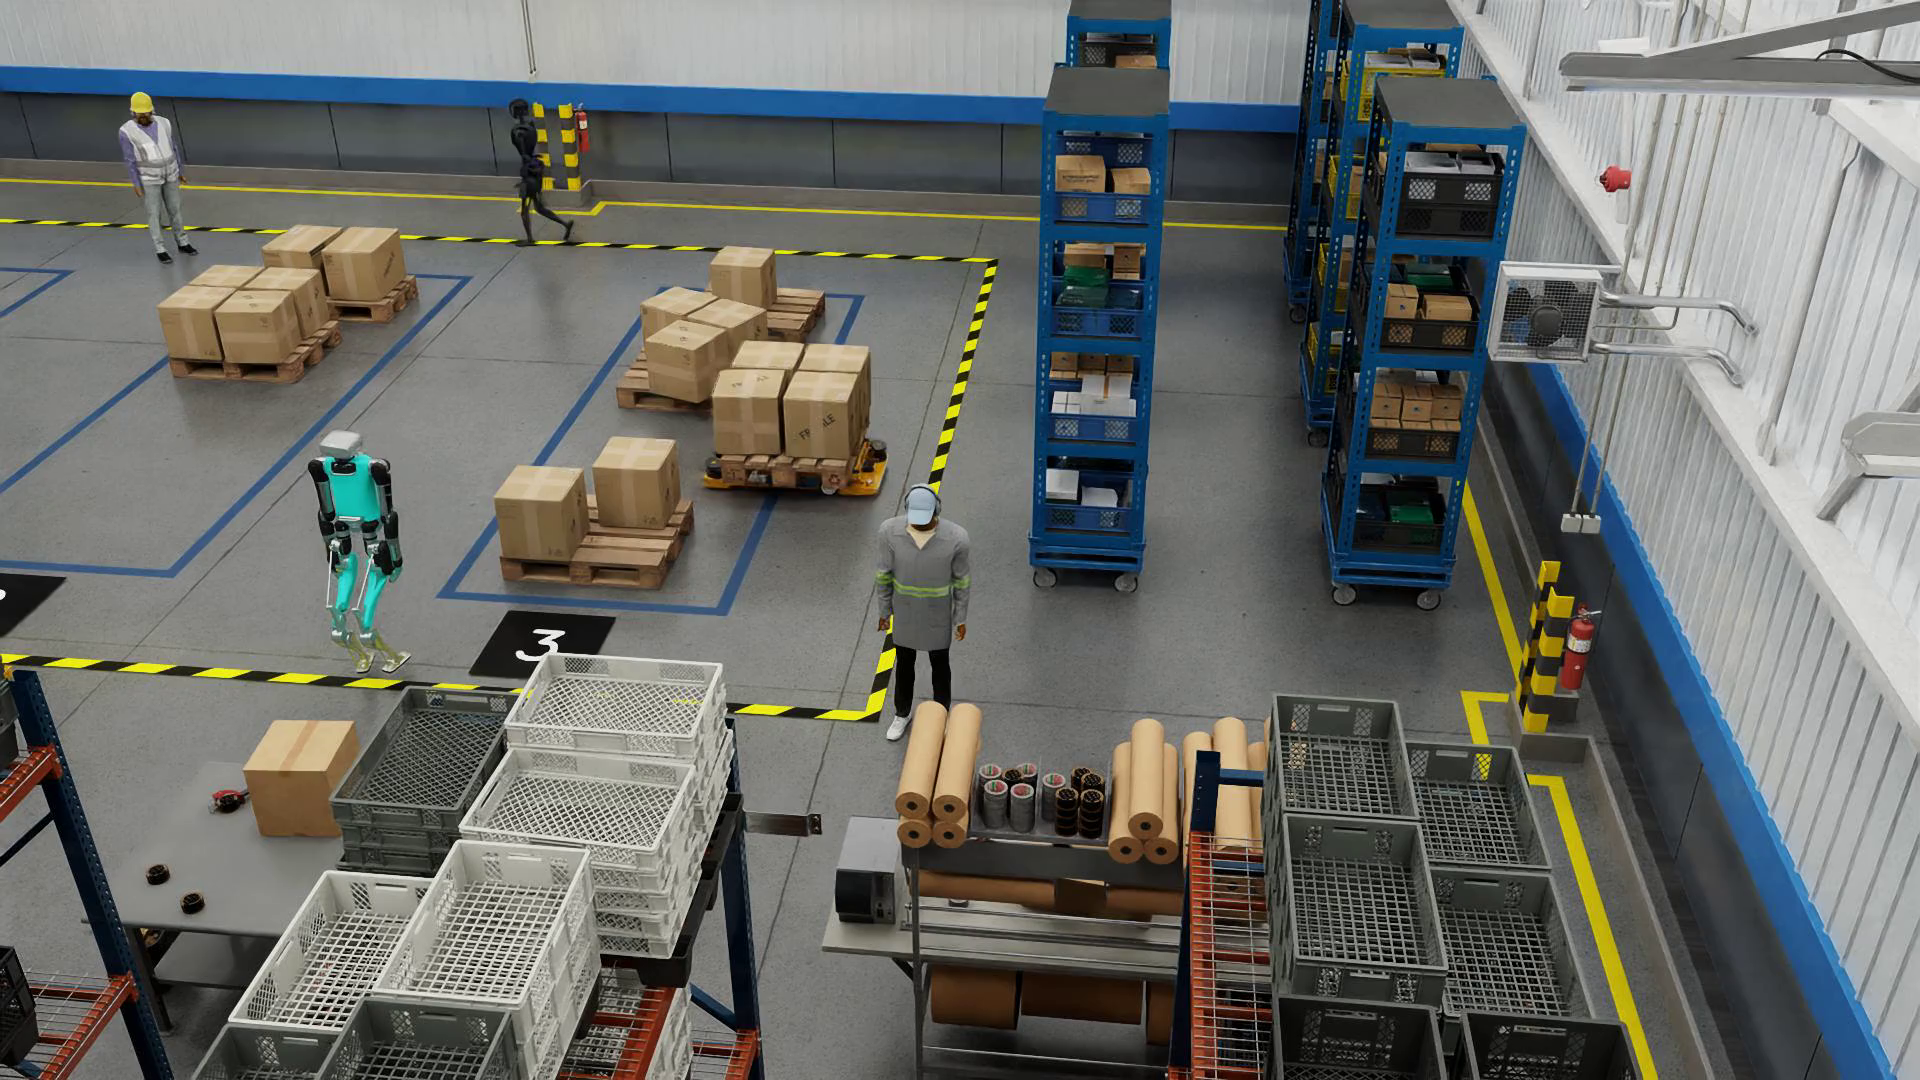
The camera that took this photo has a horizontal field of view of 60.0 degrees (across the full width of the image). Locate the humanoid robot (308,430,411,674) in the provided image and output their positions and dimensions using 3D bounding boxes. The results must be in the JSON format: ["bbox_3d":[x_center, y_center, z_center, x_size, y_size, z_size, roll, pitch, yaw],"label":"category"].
[{"bbox_3d":[-3.954,0.168,10.792,0.533,1.677,0.735,3,30,6],"label":"humanoid robot"}]

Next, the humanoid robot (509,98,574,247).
[{"bbox_3d":[-4.634,-4.009,18.185,0.647,1.635,0.612,-3,30,-4],"label":"humanoid robot"}]

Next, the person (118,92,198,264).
[{"bbox_3d":[-8.579,-3.891,17.807,0.403,1.826,0.592,21,36,31],"label":"person"}]

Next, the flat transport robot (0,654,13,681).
[{"bbox_3d":[-7.142,0.969,11.010,1.431,0.231,0.659,3,30,6],"label":"flat transport robot"}]

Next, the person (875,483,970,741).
[{"bbox_3d":[-0.237,0.457,10.319,0.587,1.848,0.397,4,30,7],"label":"person"}]

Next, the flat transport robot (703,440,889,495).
[{"bbox_3d":[-1.345,-0.639,13.743,1.431,0.197,0.652,3,30,6],"label":"flat transport robot"}]
